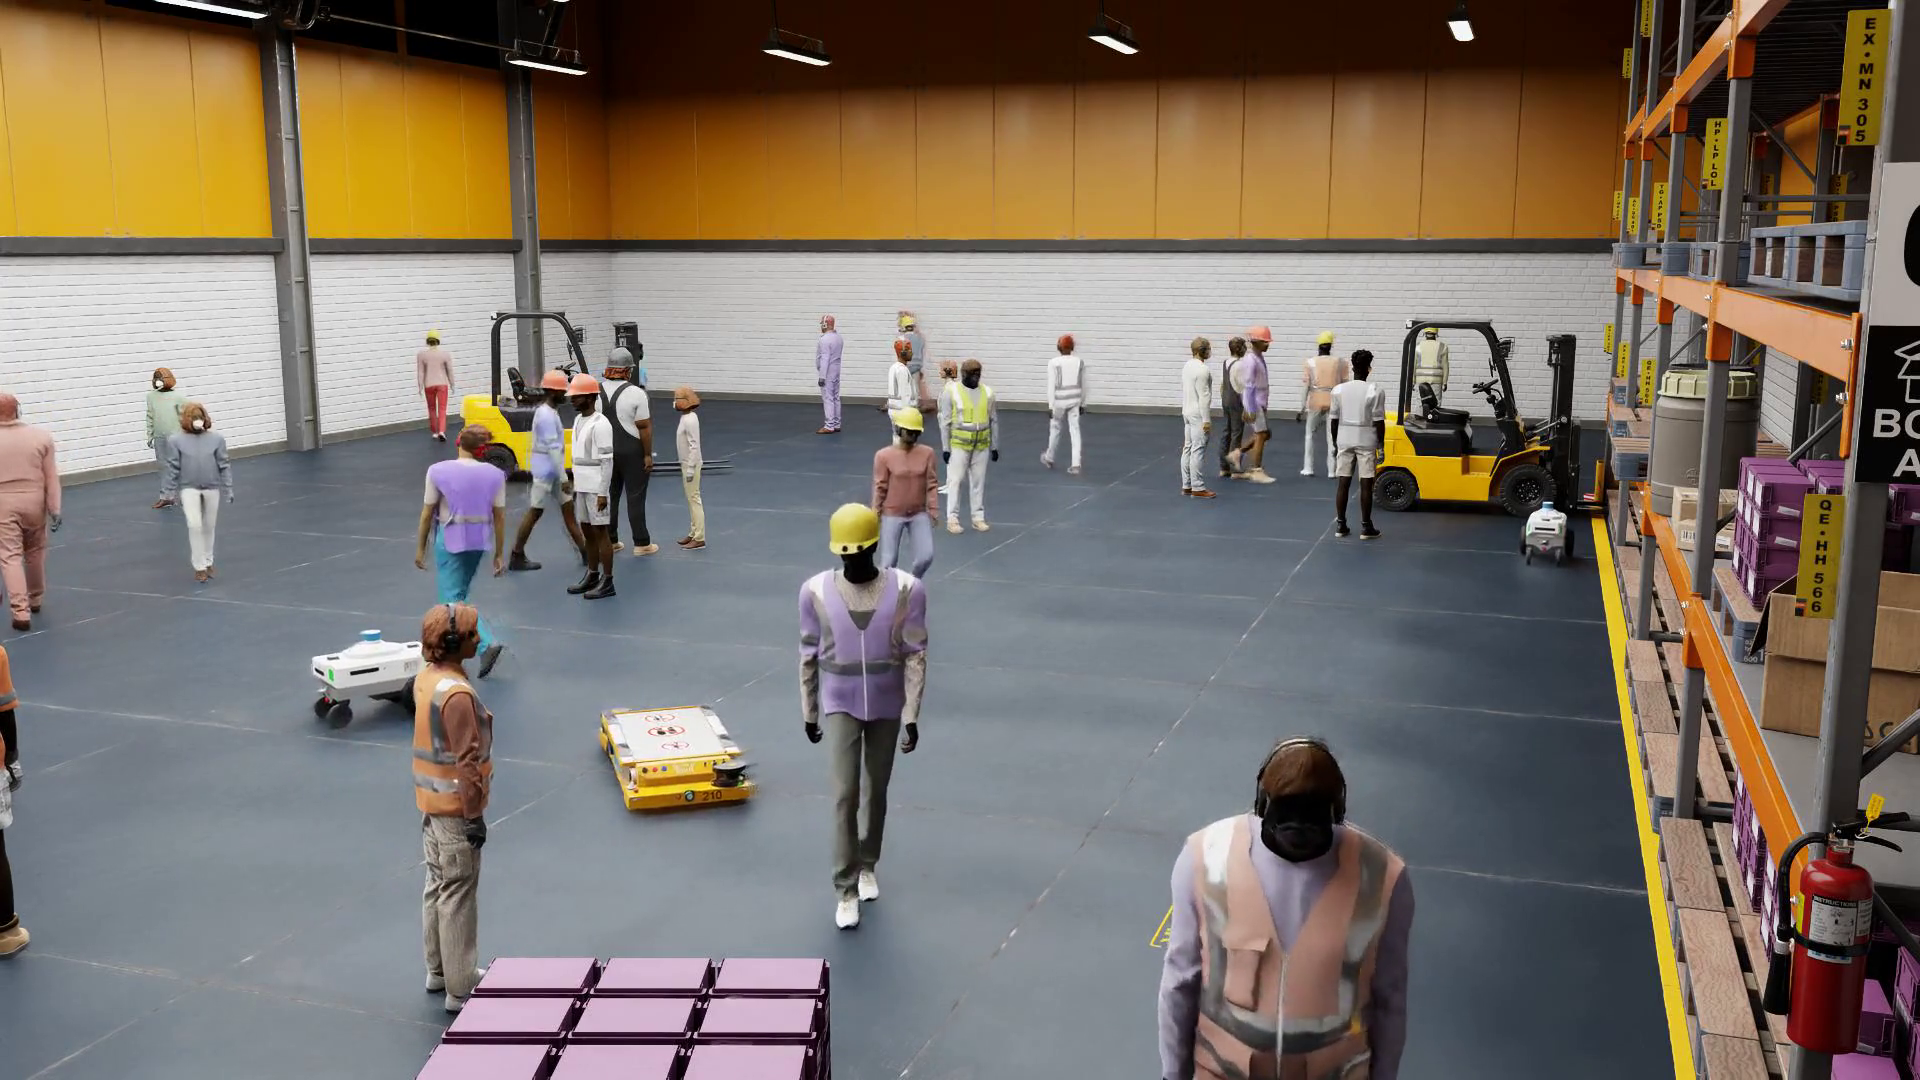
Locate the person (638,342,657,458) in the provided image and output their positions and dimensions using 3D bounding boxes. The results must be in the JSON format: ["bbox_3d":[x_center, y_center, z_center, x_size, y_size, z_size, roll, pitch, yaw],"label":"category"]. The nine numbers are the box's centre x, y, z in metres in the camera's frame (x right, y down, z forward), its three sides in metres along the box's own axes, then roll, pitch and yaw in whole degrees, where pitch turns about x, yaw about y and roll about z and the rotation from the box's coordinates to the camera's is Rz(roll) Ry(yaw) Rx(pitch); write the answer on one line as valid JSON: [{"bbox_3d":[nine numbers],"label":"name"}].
[{"bbox_3d":[-4.644,-1.958,23.452,0.713,1.677,0.530,-6,12,-29],"label":"person"}]

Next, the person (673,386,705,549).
[{"bbox_3d":[-2.713,-0.723,16.638,0.266,1.631,0.507,-3,10,-14],"label":"person"}]

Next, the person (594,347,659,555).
[{"bbox_3d":[-3.287,-0.874,16.339,0.684,2.000,0.538,4,11,20],"label":"person"}]

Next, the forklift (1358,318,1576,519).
[{"bbox_3d":[5.787,-1.437,19.079,2.313,2.155,1.214,3,11,19],"label":"forklift"}]

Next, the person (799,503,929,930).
[{"bbox_3d":[-0.428,0.775,7.476,0.577,1.886,0.800,-1,10,-6],"label":"person"}]

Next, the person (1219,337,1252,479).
[{"bbox_3d":[3.575,-1.714,21.620,0.343,1.847,0.506,-5,11,-26],"label":"person"}]

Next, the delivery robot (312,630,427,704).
[{"bbox_3d":[-3.772,0.823,10.705,0.707,0.478,0.477,-8,13,-39],"label":"delivery robot"}]

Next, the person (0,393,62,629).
[{"bbox_3d":[-7.608,-0.248,13.362,0.665,1.848,1.013,-7,12,-36],"label":"person"}]

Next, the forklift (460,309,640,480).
[{"bbox_3d":[-5.354,-1.902,21.697,2.313,2.155,1.214,-2,10,-13],"label":"forklift"}]

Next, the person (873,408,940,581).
[{"bbox_3d":[-0.442,-0.192,13.340,0.543,1.743,0.431,-4,11,-24],"label":"person"}]

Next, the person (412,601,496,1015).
[{"bbox_3d":[-2.007,1.054,6.614,0.310,1.638,0.523,-6,12,-32],"label":"person"}]

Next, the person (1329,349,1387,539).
[{"bbox_3d":[4.122,-0.992,17.213,0.603,1.966,0.367,7,12,34],"label":"person"}]

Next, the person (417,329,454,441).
[{"bbox_3d":[-8.143,-2.402,25.830,0.536,1.746,0.769,-2,10,-10],"label":"person"}]

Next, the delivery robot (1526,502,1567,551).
[{"bbox_3d":[5.650,-0.124,16.012,0.477,0.478,0.707,4,10,22],"label":"delivery robot"}]

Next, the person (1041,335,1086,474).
[{"bbox_3d":[1.403,-1.824,22.273,0.605,1.827,0.997,-4,11,-20],"label":"person"}]

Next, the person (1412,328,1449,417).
[{"bbox_3d":[7.389,-2.514,26.165,0.586,1.833,0.403,4,11,20],"label":"person"}]

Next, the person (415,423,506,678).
[{"bbox_3d":[-3.489,0.068,11.752,0.764,1.784,0.597,9,14,42],"label":"person"}]

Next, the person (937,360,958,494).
[{"bbox_3d":[-0.130,-1.380,20.323,0.308,1.640,0.511,0,10,0],"label":"person"}]

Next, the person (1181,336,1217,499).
[{"bbox_3d":[2.861,-1.470,19.985,0.373,1.940,0.630,-3,10,-14],"label":"person"}]

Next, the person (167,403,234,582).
[{"bbox_3d":[-6.810,-0.424,14.983,0.523,1.608,0.670,-8,13,-38],"label":"person"}]

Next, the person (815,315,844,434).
[{"bbox_3d":[-2.129,-2.668,26.820,0.409,1.906,0.652,4,11,19],"label":"person"}]

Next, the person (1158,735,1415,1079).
[{"bbox_3d":[0.850,1.362,4.396,0.636,1.820,0.685,3,10,14],"label":"person"}]

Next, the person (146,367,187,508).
[{"bbox_3d":[-9.137,-1.175,19.186,0.500,1.633,0.282,1,10,5],"label":"person"}]

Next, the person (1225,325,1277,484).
[{"bbox_3d":[3.755,-1.732,21.194,0.613,2.020,0.633,4,11,21],"label":"person"}]

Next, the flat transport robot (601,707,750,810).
[{"bbox_3d":[-1.666,1.213,9.573,0.652,0.197,1.431,-3,11,-18],"label":"flat transport robot"}]

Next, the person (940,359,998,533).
[{"bbox_3d":[0.101,-0.998,17.605,0.629,1.842,0.430,-5,11,-24],"label":"person"}]

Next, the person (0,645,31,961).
[{"bbox_3d":[-4.228,0.962,6.972,0.541,1.695,0.316,-5,11,-25],"label":"person"}]

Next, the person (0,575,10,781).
[{"bbox_3d":[-5.444,0.459,8.963,0.378,1.995,0.608,3,11,18],"label":"person"}]

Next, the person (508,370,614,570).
[{"bbox_3d":[-3.786,-0.641,15.494,0.995,1.880,0.564,-2,10,-9],"label":"person"}]

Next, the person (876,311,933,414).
[{"bbox_3d":[-0.966,-3.185,29.920,1.053,1.857,0.655,1,10,6],"label":"person"}]

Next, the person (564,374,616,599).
[{"bbox_3d":[-3.196,-0.462,14.309,0.357,1.936,0.551,-8,13,-39],"label":"person"}]

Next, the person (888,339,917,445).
[{"bbox_3d":[-0.699,-1.515,20.396,0.352,1.883,0.580,-3,10,-16],"label":"person"}]

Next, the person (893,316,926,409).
[{"bbox_3d":[-0.907,-2.955,28.689,0.626,1.813,0.568,-4,11,-21],"label":"person"}]

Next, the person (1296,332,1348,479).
[{"bbox_3d":[4.737,-1.745,21.731,0.681,1.894,0.749,0,10,-1],"label":"person"}]
